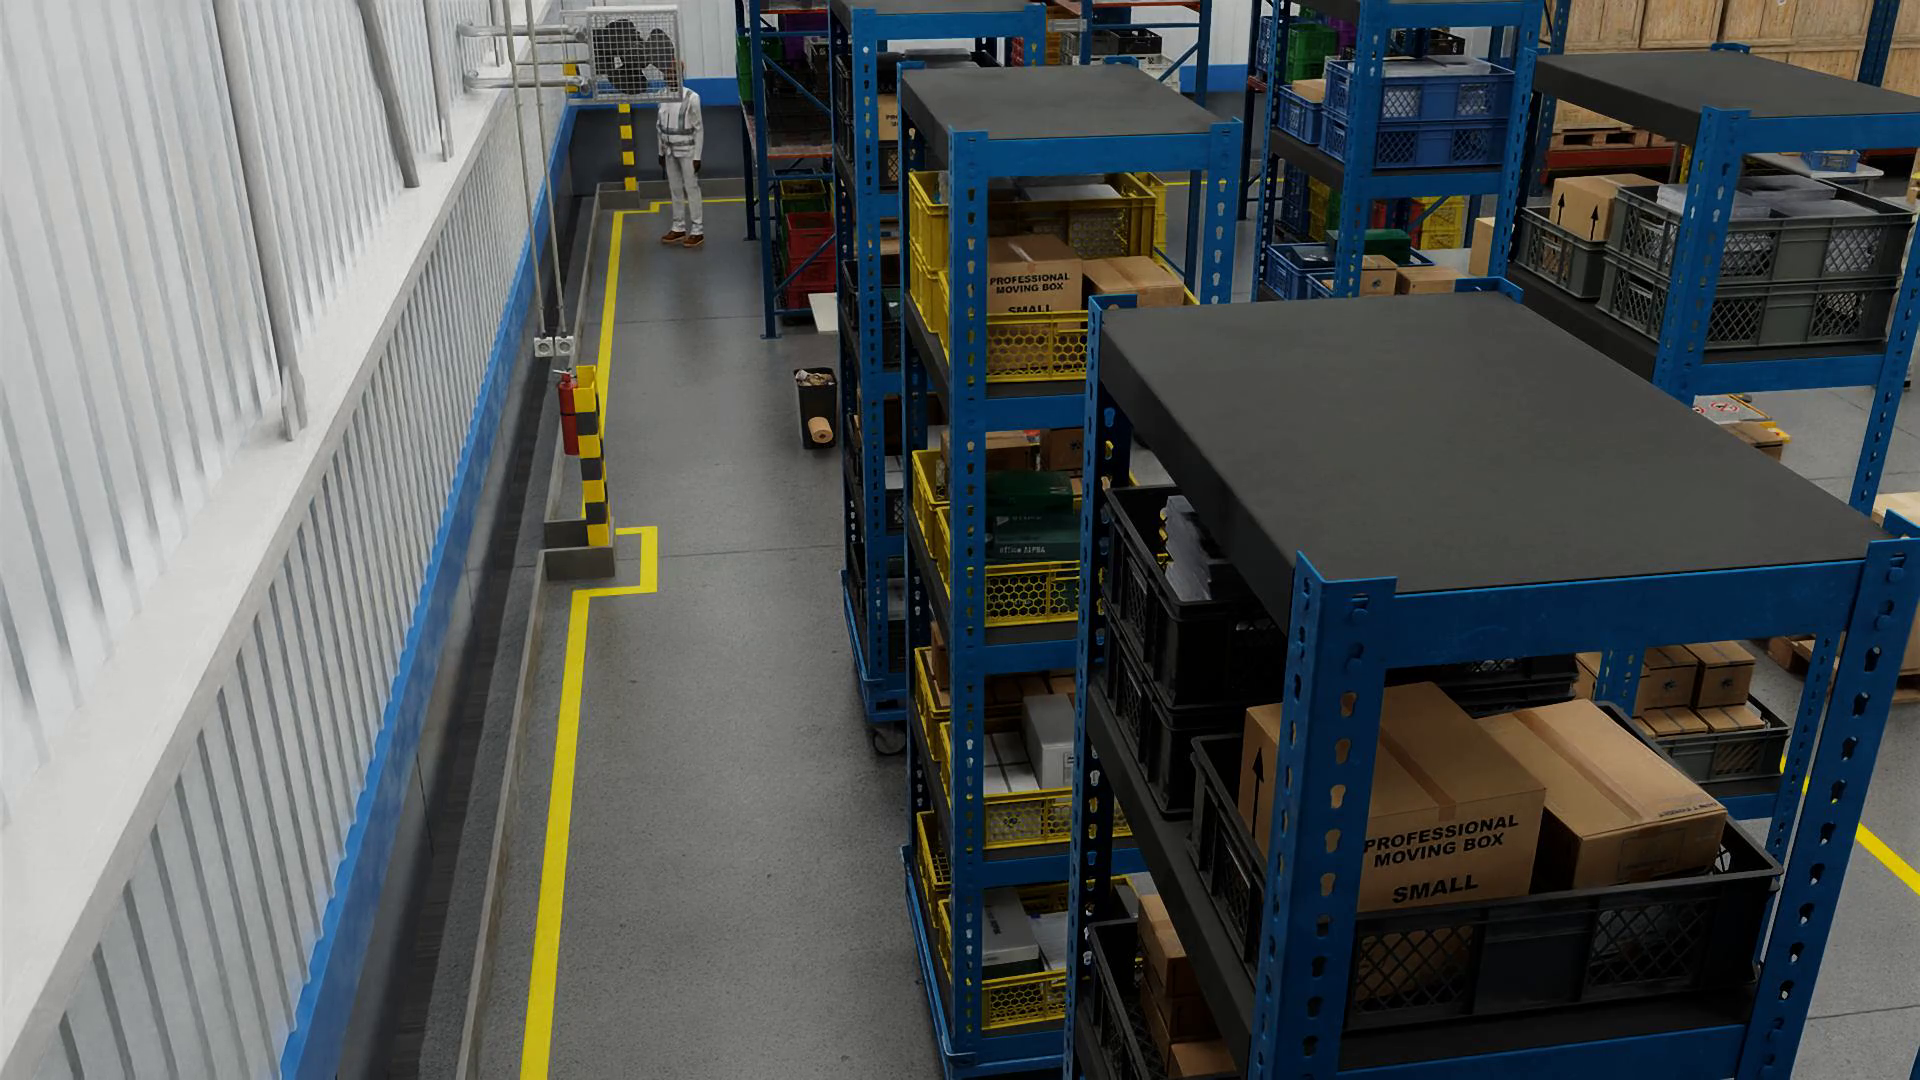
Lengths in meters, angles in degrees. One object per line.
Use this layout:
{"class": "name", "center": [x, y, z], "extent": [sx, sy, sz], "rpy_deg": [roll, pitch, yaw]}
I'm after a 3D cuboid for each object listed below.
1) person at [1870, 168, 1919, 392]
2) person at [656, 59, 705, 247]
{"class": "person", "center": [7.405, -2.063, 12.897], "extent": [0.404, 1.827, 0.600], "rpy_deg": [10, 26, 20]}
{"class": "person", "center": [-2.850, -3.934, 16.899], "extent": [0.585, 1.883, 0.343], "rpy_deg": [17, 30, 32]}
